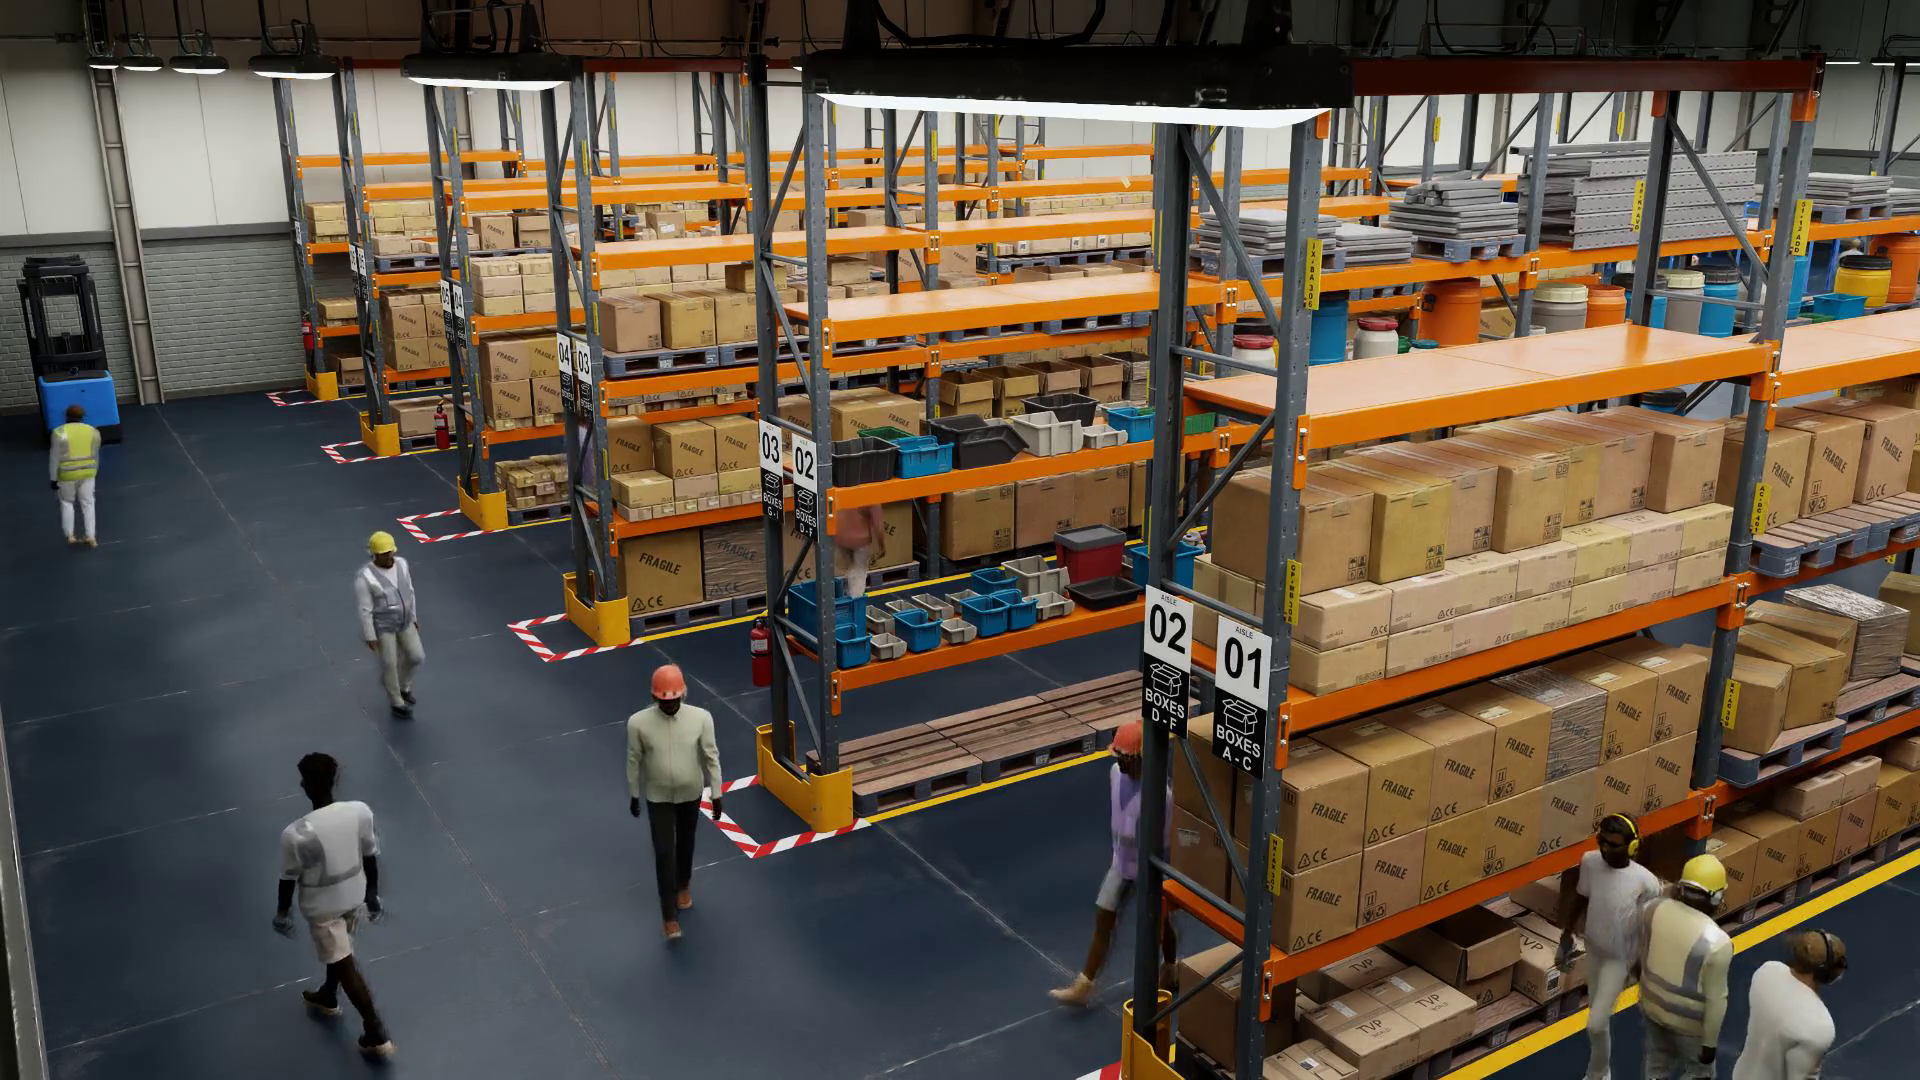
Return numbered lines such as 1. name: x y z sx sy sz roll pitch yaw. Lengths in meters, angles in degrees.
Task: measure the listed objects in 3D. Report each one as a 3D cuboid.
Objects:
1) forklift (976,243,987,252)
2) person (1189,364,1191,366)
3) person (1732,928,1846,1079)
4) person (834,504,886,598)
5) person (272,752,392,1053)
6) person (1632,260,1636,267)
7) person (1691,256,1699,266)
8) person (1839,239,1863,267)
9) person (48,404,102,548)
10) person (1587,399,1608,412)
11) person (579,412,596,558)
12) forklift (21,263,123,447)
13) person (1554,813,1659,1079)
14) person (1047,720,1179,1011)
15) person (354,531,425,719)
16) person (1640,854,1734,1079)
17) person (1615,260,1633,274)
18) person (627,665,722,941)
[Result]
1. forklift: 0.988 -5.474 34.718 1.214 2.155 2.313 -10 20 -31
2. person: 3.535 -1.862 23.739 0.523 1.638 0.310 14 22 38
3. person: 4.213 2.811 7.956 0.795 1.906 0.659 -1 17 -2
4. person: -1.069 -0.030 17.167 0.647 1.968 0.680 9 19 28
5. person: -3.905 2.233 9.843 0.997 1.924 0.602 9 19 28
6. person: 17.827 -7.247 41.067 0.621 1.832 0.432 13 21 37
7. person: 15.864 -5.235 34.364 0.404 1.901 0.664 -2 17 -6
8. person: 21.125 -6.161 37.352 0.669 1.921 0.655 -10 20 -30
9. person: -11.207 -0.807 20.037 0.517 1.801 0.702 15 23 40
10. person: 10.236 -2.407 25.131 0.637 1.881 0.704 -10 20 -29
11. person: -4.462 -0.737 19.589 0.815 1.908 0.651 -5 18 -15
12. forklift: -14.518 -3.079 25.708 1.129 2.768 1.873 -10 20 -31
13. person: 3.725 2.458 9.211 0.603 1.849 0.565 -9 19 -28
14. person: 1.062 2.107 10.128 1.022 1.987 0.633 -10 20 -30
15. person: -5.321 0.785 14.756 0.421 1.820 0.625 10 20 30
16. person: 4.012 2.612 8.793 0.497 1.806 0.606 -8 19 -25
17. person: 15.547 -6.108 37.226 0.986 1.892 0.611 3 17 9
18. person: -1.990 1.828 11.110 0.652 1.946 0.981 -5 18 -15
